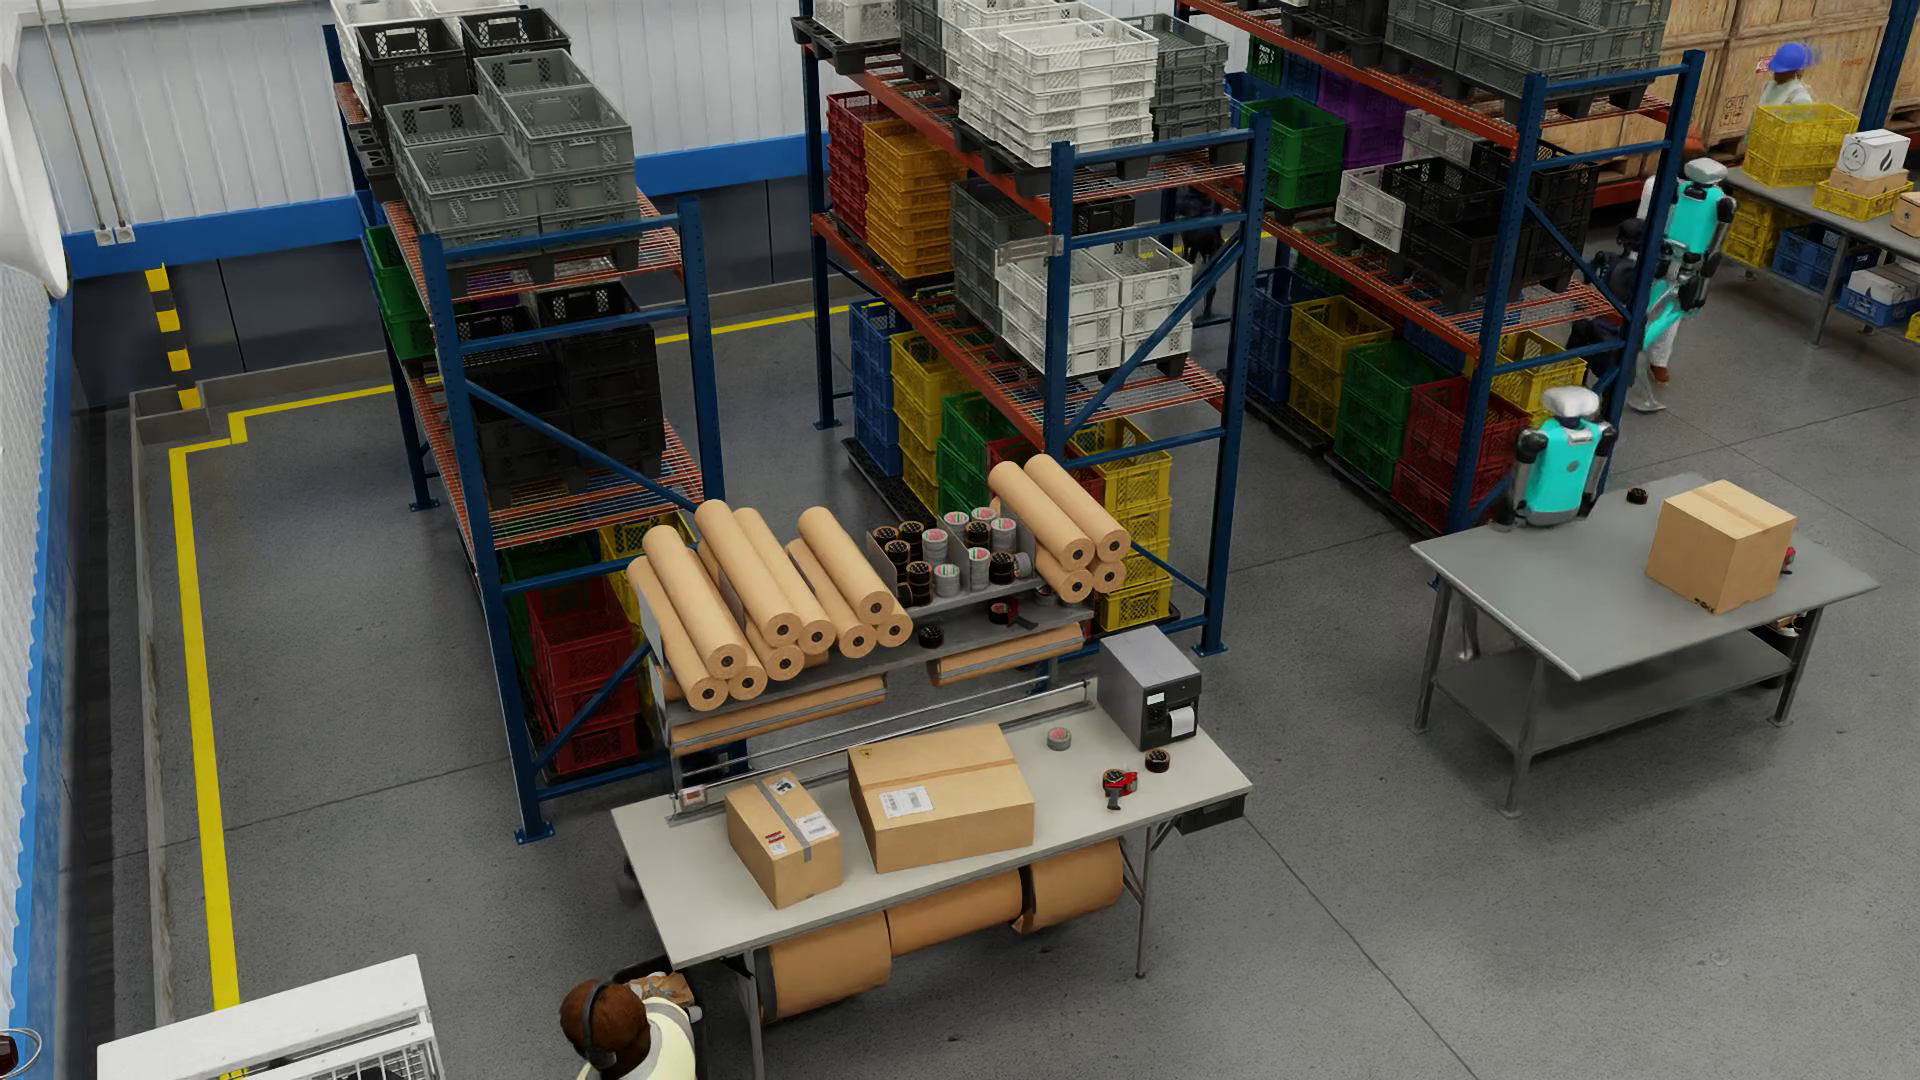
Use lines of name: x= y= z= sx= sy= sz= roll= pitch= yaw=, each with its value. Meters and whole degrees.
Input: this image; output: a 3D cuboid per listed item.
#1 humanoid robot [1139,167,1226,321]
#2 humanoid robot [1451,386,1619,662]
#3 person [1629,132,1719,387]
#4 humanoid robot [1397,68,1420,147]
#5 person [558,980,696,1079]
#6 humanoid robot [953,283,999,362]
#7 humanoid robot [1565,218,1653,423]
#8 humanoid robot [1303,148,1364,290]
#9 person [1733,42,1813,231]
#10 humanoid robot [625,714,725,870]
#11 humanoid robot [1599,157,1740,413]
humanoid robot: x=1.747 y=-2.411 z=12.559 sx=0.671 sy=1.627 sz=0.591 roll=-8 pitch=32 yaw=-13
humanoid robot: x=2.907 y=-0.031 z=8.646 sx=0.563 sy=1.808 sz=0.742 roll=-9 pitch=33 yaw=-14
person: x=4.943 y=-1.969 z=11.656 sx=0.600 sy=1.846 sz=0.715 roll=-3 pitch=32 yaw=-4
humanoid robot: x=3.660 y=-3.255 z=13.899 sx=0.315 sy=1.657 sz=0.599 roll=1 pitch=32 yaw=1
person: x=-0.997 y=2.044 z=5.158 sx=0.430 sy=1.837 sz=0.620 roll=1 pitch=32 yaw=2
humanoid robot: x=0.110 y=-2.041 z=11.955 sx=0.867 sy=1.818 sz=0.558 roll=11 pitch=33 yaw=18
humanoid robot: x=4.103 y=-1.261 z=10.684 sx=0.424 sy=1.643 sz=0.611 roll=-14 pitch=34 yaw=-21
humanoid robot: x=2.845 y=-2.460 z=12.671 sx=0.748 sy=1.908 sz=0.545 roll=15 pitch=35 yaw=23
person: x=6.545 y=-3.114 z=13.496 sx=1.065 sy=1.879 sz=0.638 roll=0 pitch=32 yaw=0
humanoid robot: x=-1.218 y=0.860 z=7.245 sx=0.569 sy=1.634 sz=0.618 roll=-4 pitch=32 yaw=-7
humanoid robot: x=4.697 y=-1.658 z=11.250 sx=0.772 sy=1.768 sz=0.530 roll=-18 pitch=36 yaw=-27
